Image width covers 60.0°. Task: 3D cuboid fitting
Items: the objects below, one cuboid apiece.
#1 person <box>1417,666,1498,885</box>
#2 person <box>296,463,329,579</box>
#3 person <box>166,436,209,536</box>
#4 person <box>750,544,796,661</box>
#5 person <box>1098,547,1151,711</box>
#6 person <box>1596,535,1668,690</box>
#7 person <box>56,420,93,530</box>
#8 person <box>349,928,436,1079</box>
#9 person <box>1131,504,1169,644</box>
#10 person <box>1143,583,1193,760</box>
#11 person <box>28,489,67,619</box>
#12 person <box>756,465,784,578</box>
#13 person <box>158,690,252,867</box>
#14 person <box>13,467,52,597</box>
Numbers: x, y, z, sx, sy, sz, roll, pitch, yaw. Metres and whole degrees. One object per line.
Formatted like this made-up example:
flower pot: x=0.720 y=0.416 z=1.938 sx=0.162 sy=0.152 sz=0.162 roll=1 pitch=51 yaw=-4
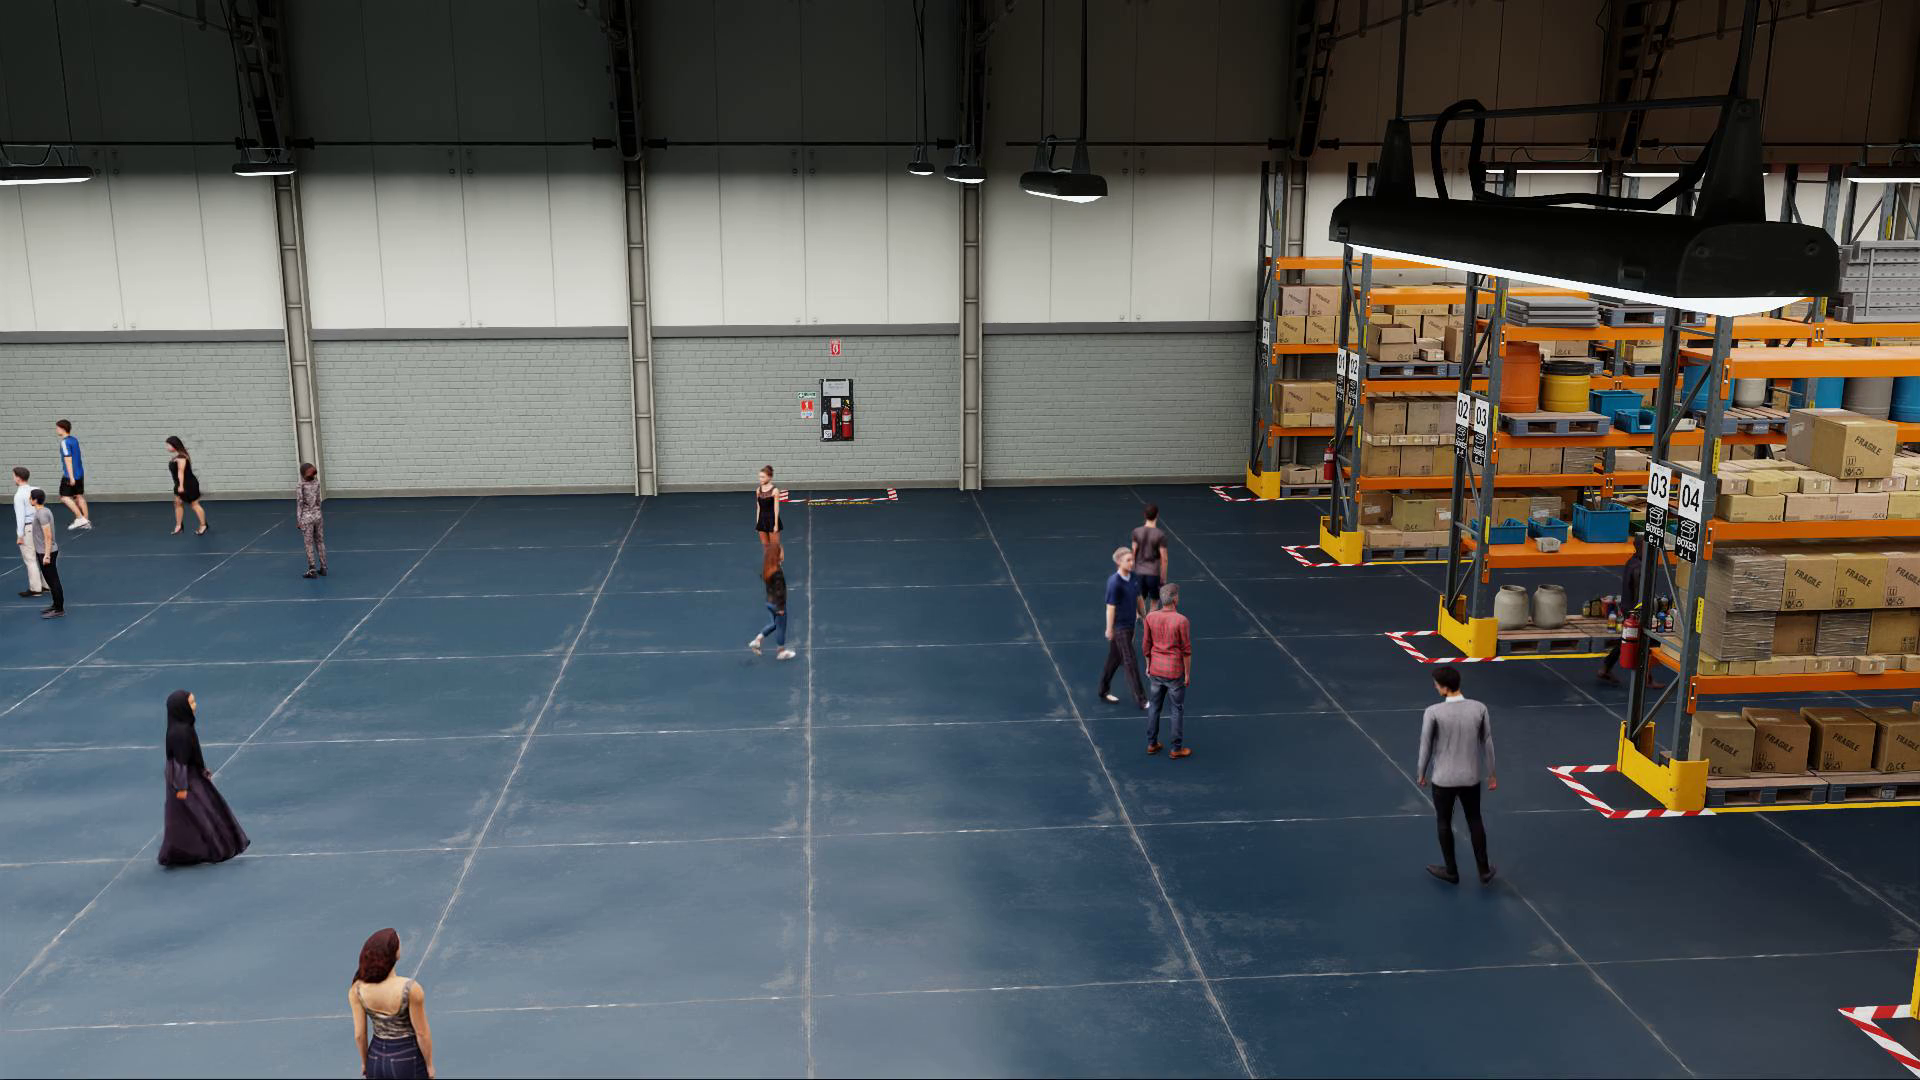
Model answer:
person: x=4.271 y=2.025 z=14.139 sx=0.553 sy=1.883 sz=0.962 roll=2 pitch=13 yaw=10
person: x=-9.578 y=-0.298 z=24.544 sx=0.724 sy=1.714 sz=0.681 roll=8 pitch=15 yaw=30
person: x=-12.555 y=-0.875 z=27.133 sx=0.943 sy=1.669 sz=0.858 roll=-7 pitch=15 yaw=-27
person: x=-2.324 y=0.779 z=20.436 sx=0.884 sy=1.469 sz=0.750 roll=-7 pitch=15 yaw=-29
person: x=1.756 y=0.986 z=18.745 sx=1.215 sy=1.830 sz=1.122 roll=10 pitch=16 yaw=36
person: x=7.809 y=0.840 z=19.402 sx=1.110 sy=1.817 sz=0.915 roll=3 pitch=13 yaw=12
person: x=-14.641 y=-1.082 z=27.631 sx=0.649 sy=1.849 sz=0.677 roll=-2 pitch=13 yaw=-9
person: x=-3.297 y=3.105 z=9.727 sx=0.524 sy=1.769 sz=0.702 roll=1 pitch=13 yaw=4
person: x=2.335 y=0.478 z=20.914 sx=0.962 sy=1.839 sz=0.978 roll=7 pitch=15 yaw=28
person: x=2.147 y=1.340 z=17.210 sx=0.724 sy=1.831 sz=0.817 roll=9 pitch=16 yaw=33
person: x=-12.345 y=0.159 z=22.484 sx=0.680 sy=1.753 sz=0.698 roll=-8 pitch=15 yaw=-30
person: x=-2.802 y=-0.270 z=24.496 sx=0.684 sy=1.681 sz=0.754 roll=9 pitch=16 yaw=34
person: x=-6.830 y=2.084 z=14.488 sx=1.072 sy=1.609 sz=0.857 roll=-7 pitch=15 yaw=-28
person: x=-13.136 y=-0.122 z=23.491 sx=0.675 sy=1.846 sz=0.709 roll=2 pitch=13 yaw=10
